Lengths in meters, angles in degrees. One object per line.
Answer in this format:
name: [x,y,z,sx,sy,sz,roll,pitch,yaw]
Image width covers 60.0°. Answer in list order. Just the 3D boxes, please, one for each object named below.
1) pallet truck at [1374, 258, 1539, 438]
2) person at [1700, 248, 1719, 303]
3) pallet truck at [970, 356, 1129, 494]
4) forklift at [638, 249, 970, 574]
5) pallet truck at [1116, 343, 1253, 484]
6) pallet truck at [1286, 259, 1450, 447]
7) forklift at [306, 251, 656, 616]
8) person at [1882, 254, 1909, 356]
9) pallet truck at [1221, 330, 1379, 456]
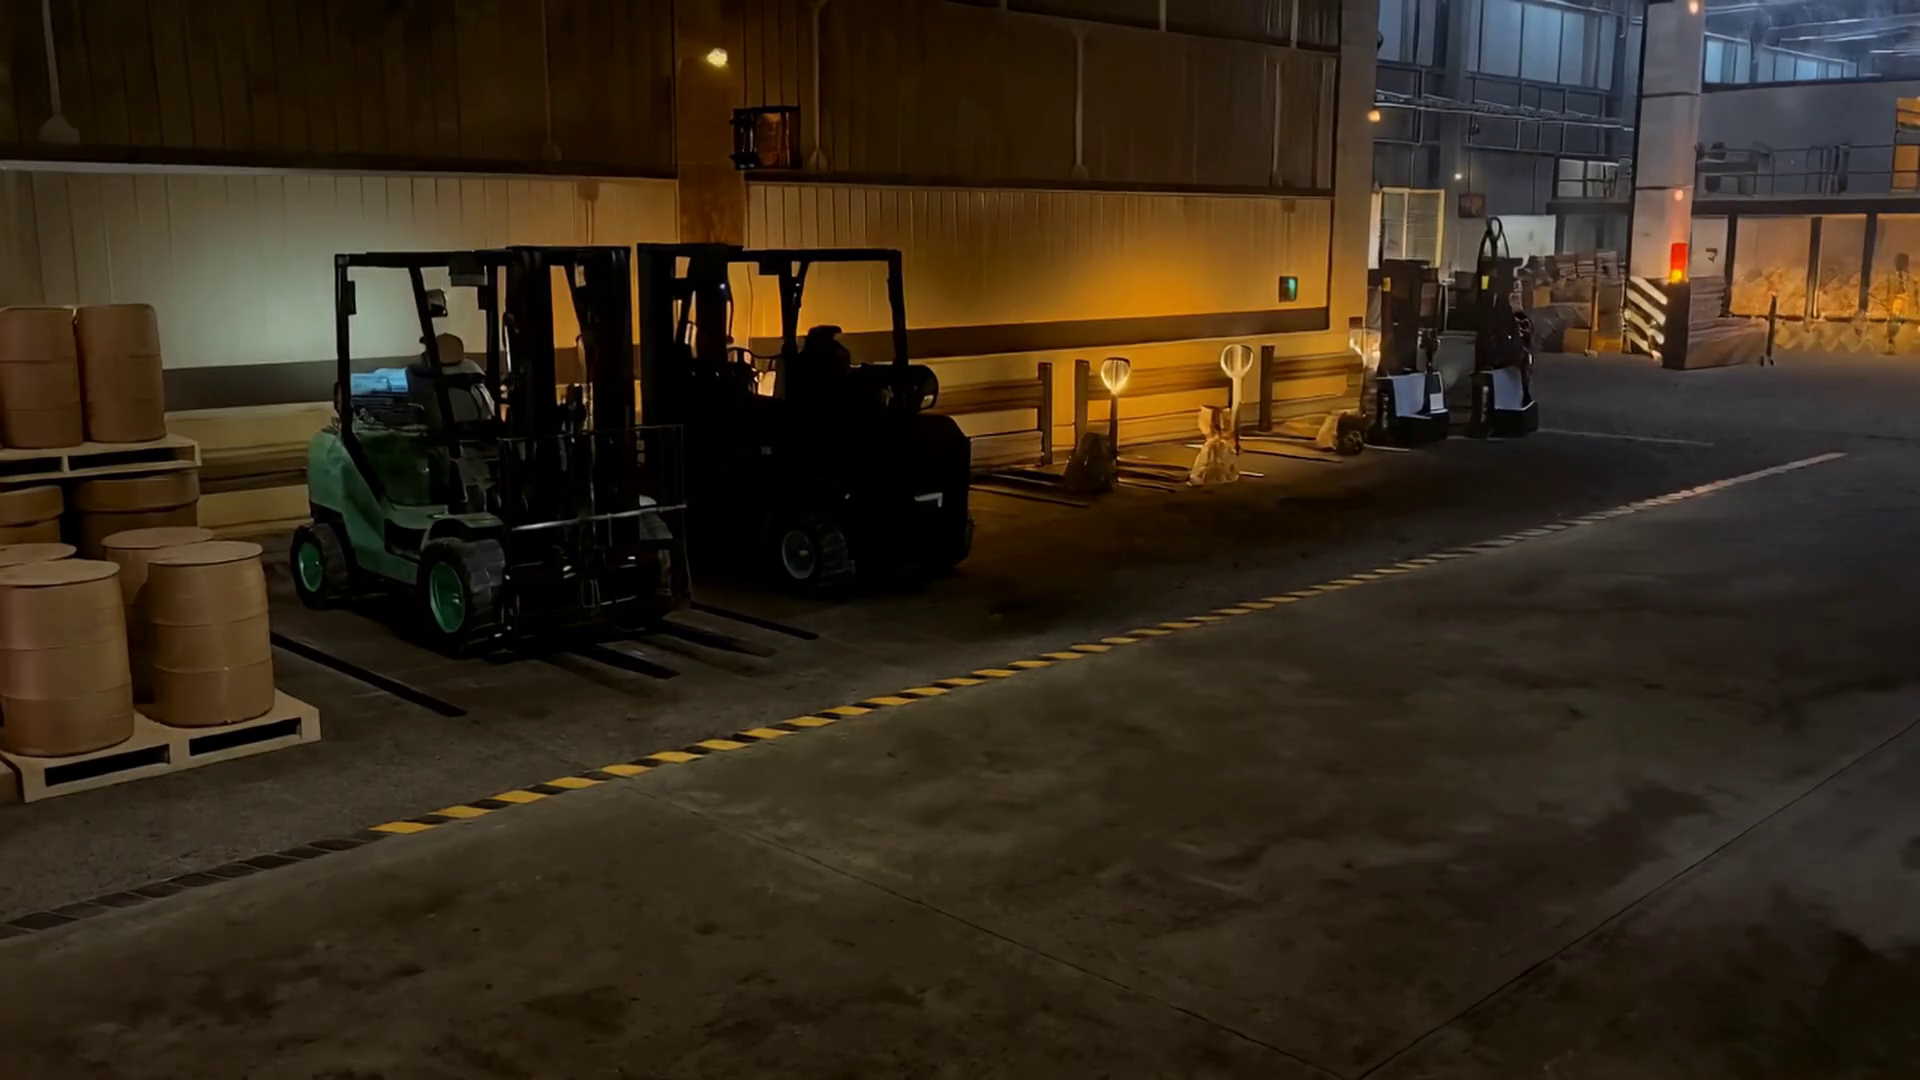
pallet truck: [5.704,-2.208,18.901,1.885,1.965,0.823,10,14,43]
person: [19.290,-6.527,42.749,0.833,1.895,0.611,2,11,8]
pallet truck: [0.784,-1.085,14.876,0.680,1.201,1.601,-10,14,-44]
forklift: [-1.173,-0.958,11.239,2.680,1.987,1.157,10,14,43]
pallet truck: [1.962,-1.215,15.415,1.522,1.261,0.704,10,14,43]
pallet truck: [4.493,-2.078,18.196,0.823,1.965,1.885,-9,14,-40]
forklift: [-2.833,-0.669,9.694,1.157,1.987,2.680,-10,14,-44]
person: [17.456,-4.369,30.996,0.344,1.882,0.585,10,15,44]
pallet truck: [3.563,-1.581,17.381,0.653,1.274,1.630,-10,14,-44]
